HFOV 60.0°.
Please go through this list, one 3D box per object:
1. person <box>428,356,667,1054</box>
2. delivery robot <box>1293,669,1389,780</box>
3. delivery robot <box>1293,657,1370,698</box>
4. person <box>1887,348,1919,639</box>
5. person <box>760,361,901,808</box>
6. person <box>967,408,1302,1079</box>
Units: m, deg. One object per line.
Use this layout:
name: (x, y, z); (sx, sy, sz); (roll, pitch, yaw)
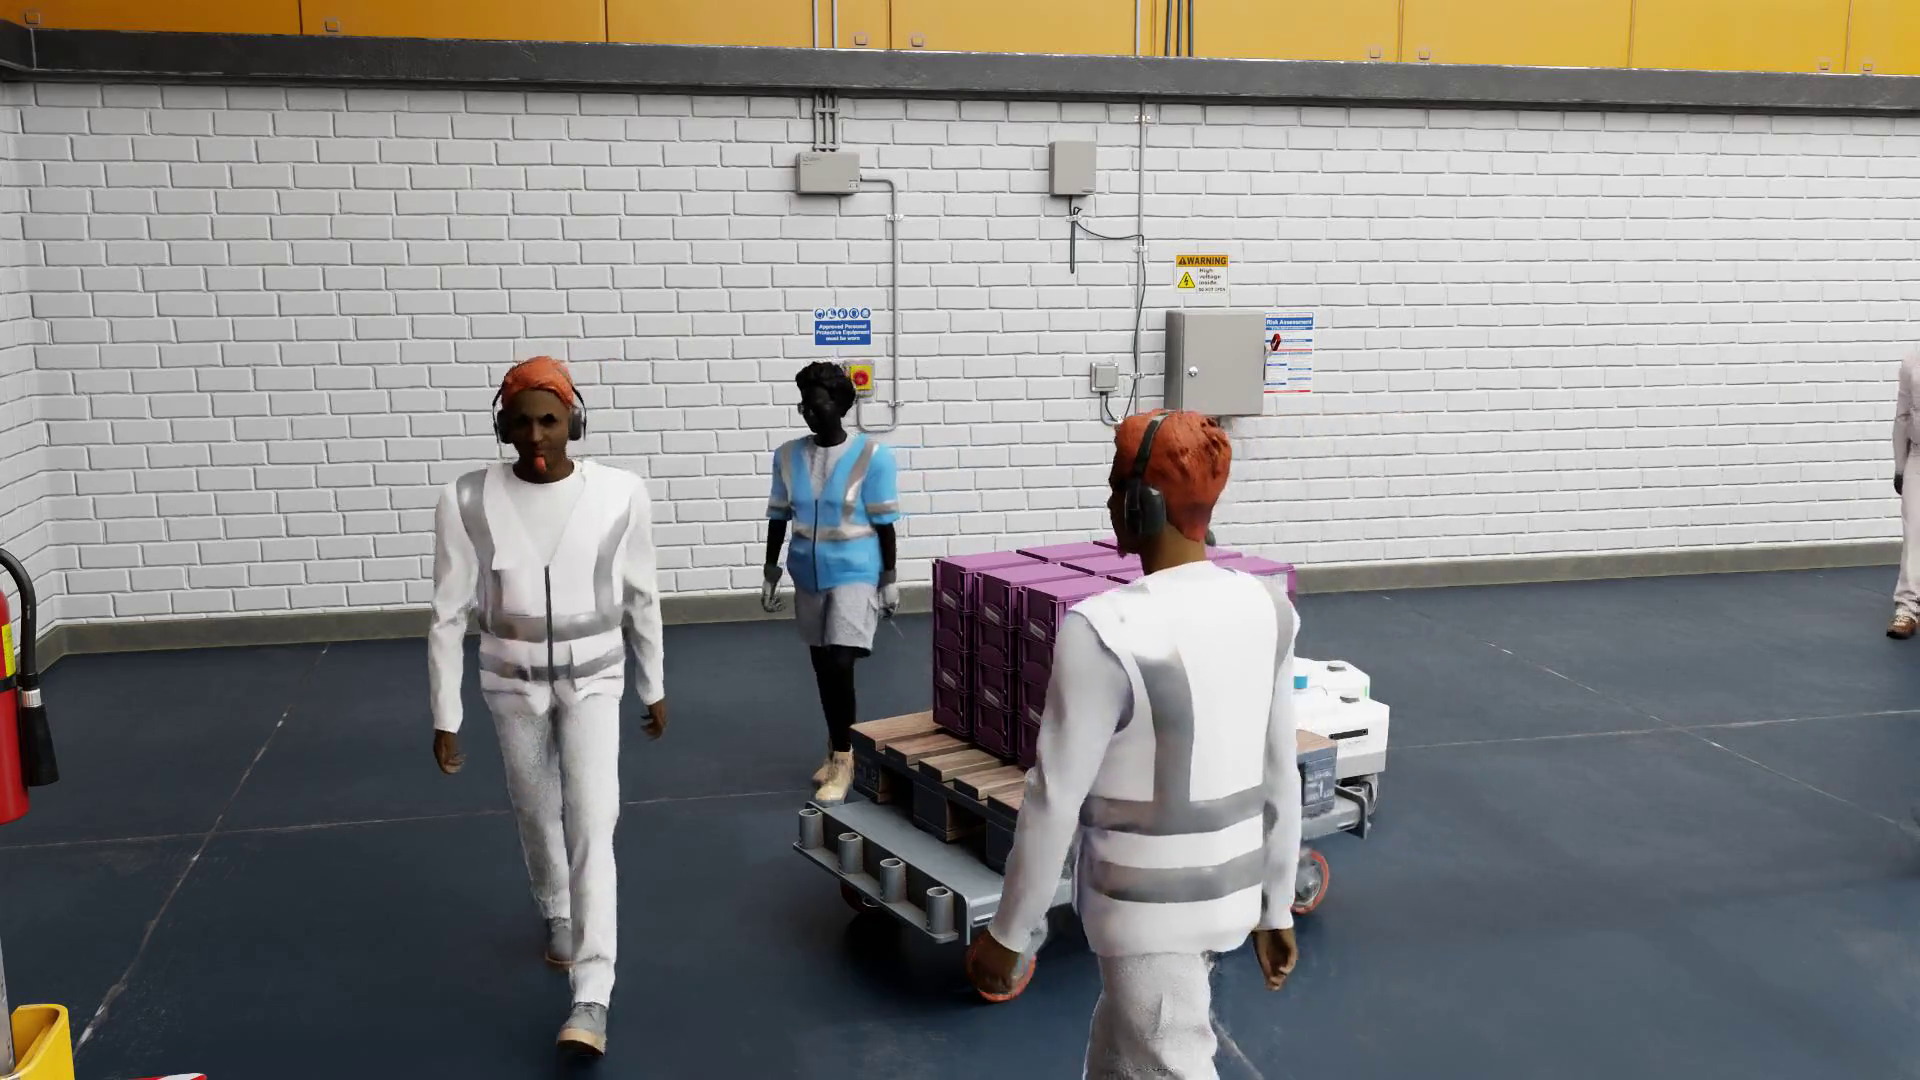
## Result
person: (-1.109, 0.423, 4.532); (0.632, 1.817, 1.028); (-2, 10, -12)
delivery robot: (1.225, 0.717, 6.117); (0.707, 0.478, 0.477); (-5, 11, -26)
delivery robot: (1.250, 0.623, 6.635); (0.707, 0.478, 0.477); (-2, 10, -9)
person: (5.409, -0.413, 9.047); (0.653, 1.860, 1.009); (9, 14, 41)
person: (-0.533, 0.170, 6.295); (0.547, 1.673, 0.633); (5, 12, 27)
person: (0.411, 0.683, 3.033); (0.985, 1.845, 0.594); (10, 14, 43)
